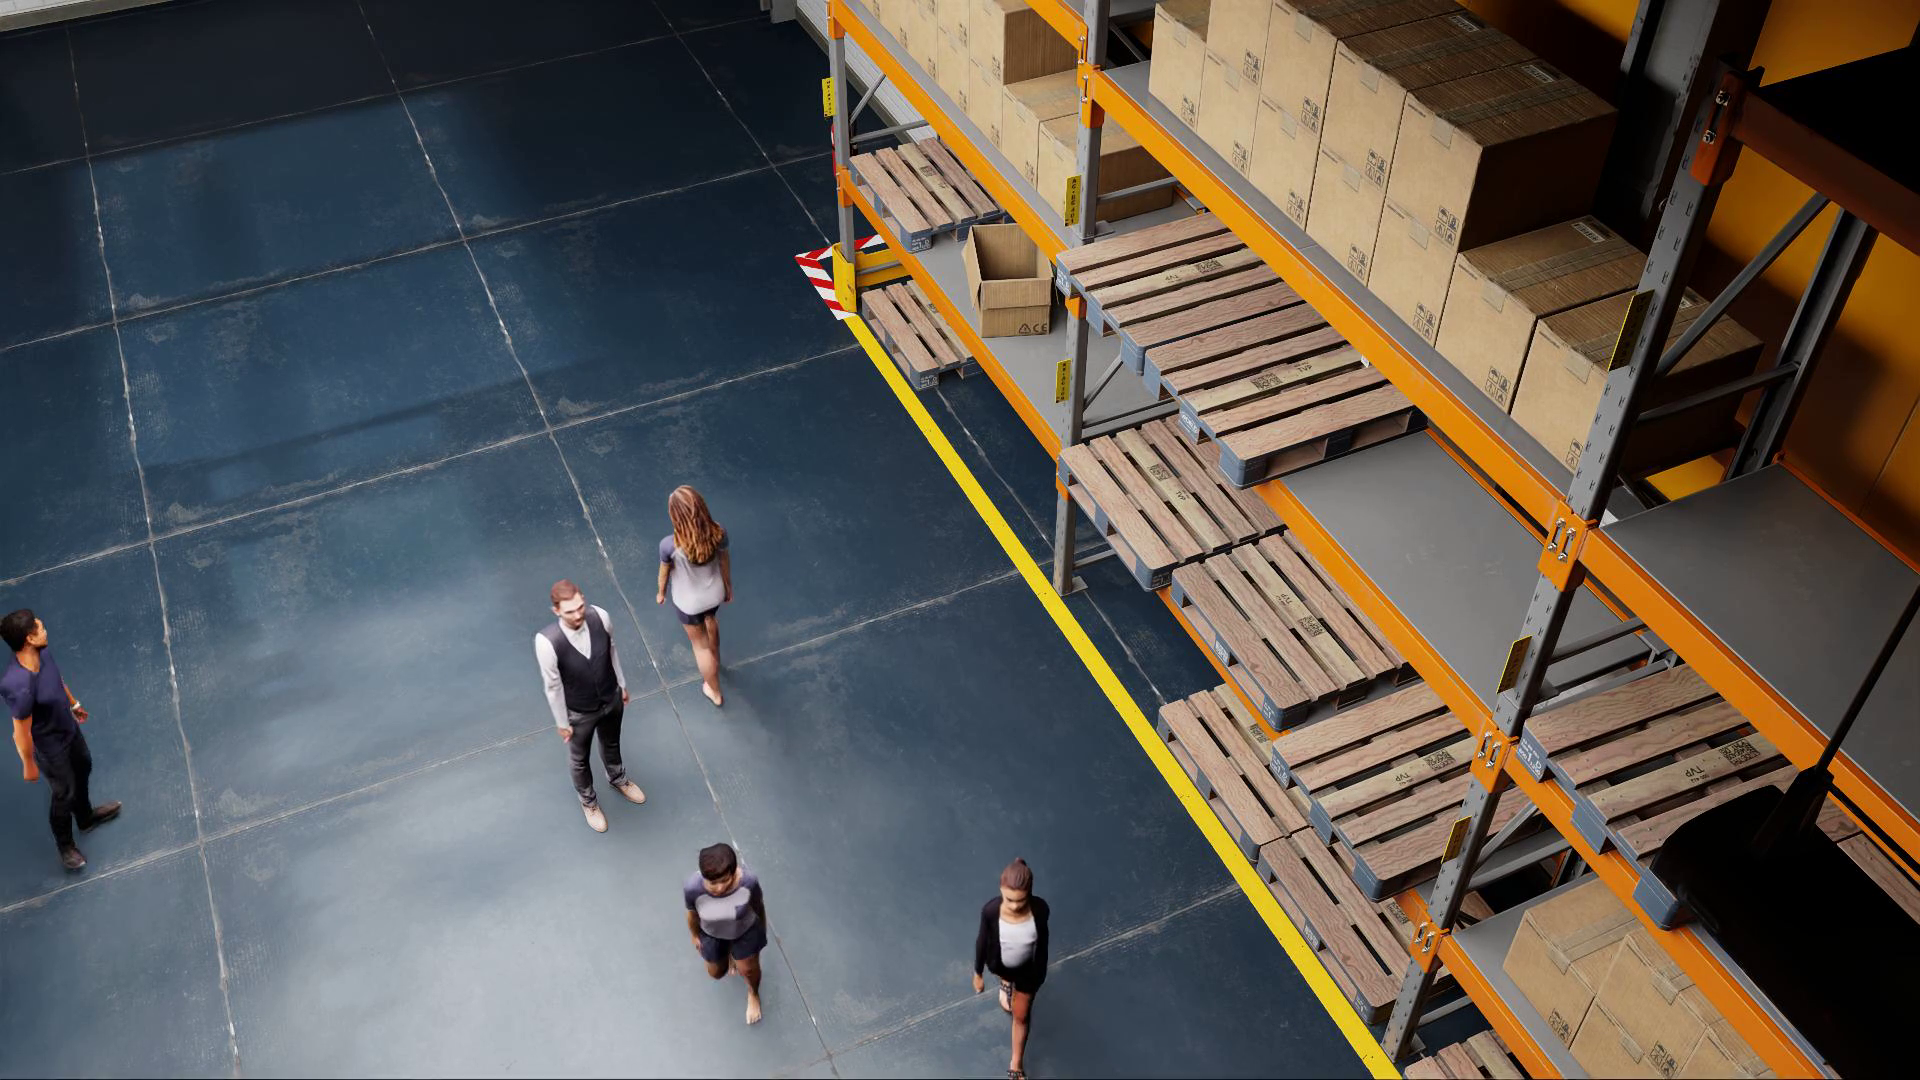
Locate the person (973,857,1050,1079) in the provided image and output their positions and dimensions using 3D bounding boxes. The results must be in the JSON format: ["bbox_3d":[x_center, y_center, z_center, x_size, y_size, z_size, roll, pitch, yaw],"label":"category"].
[{"bbox_3d":[0.281,2.165,8.922,0.871,1.517,1.114,2,44,2],"label":"person"}]

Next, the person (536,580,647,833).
[{"bbox_3d":[-2.209,0.940,9.902,0.725,1.938,0.676,-34,53,-30],"label":"person"}]

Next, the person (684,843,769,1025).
[{"bbox_3d":[-1.263,2.043,9.029,0.697,1.545,0.812,-8,44,-8],"label":"person"}]

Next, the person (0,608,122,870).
[{"bbox_3d":[-5.395,1.191,9.779,0.945,1.745,0.711,4,44,4],"label":"person"}]

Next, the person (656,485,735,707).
[{"bbox_3d":[-1.626,0.415,10.618,0.679,1.710,0.778,-26,50,-25],"label":"person"}]
